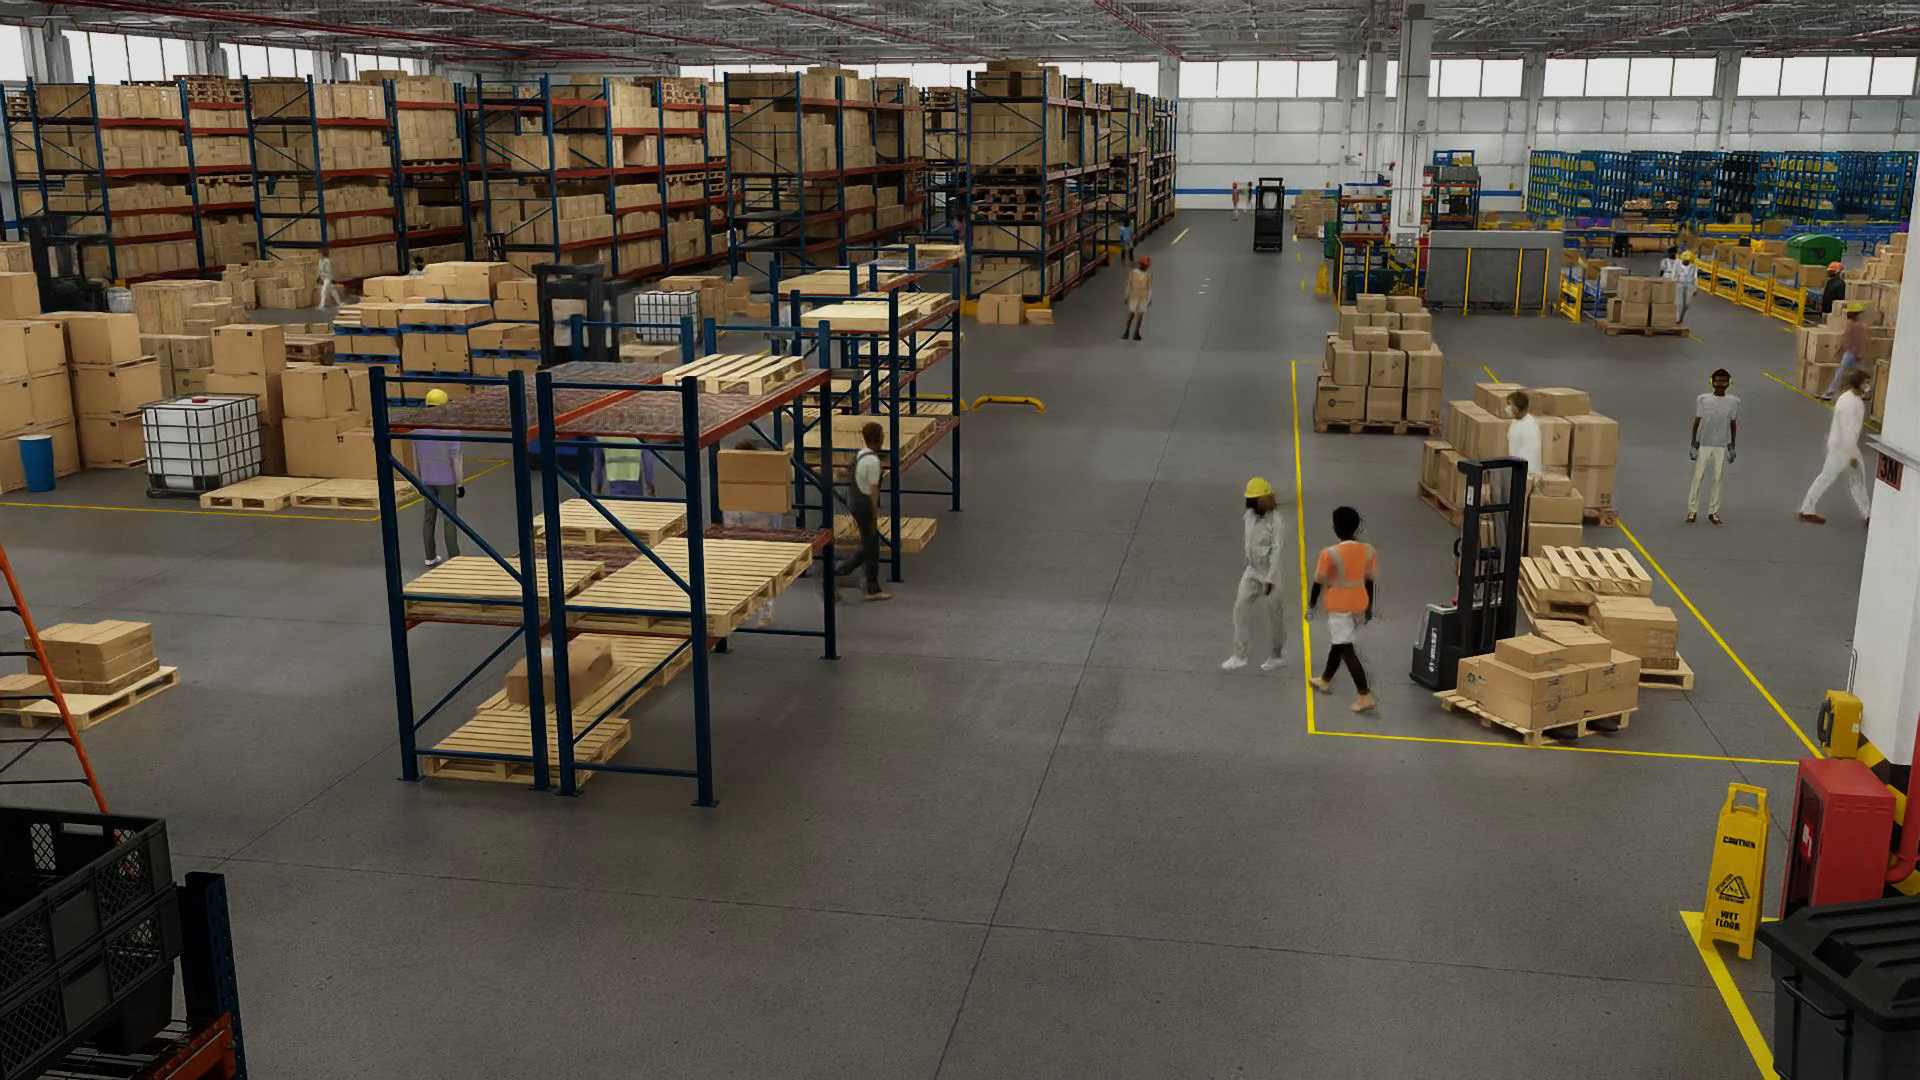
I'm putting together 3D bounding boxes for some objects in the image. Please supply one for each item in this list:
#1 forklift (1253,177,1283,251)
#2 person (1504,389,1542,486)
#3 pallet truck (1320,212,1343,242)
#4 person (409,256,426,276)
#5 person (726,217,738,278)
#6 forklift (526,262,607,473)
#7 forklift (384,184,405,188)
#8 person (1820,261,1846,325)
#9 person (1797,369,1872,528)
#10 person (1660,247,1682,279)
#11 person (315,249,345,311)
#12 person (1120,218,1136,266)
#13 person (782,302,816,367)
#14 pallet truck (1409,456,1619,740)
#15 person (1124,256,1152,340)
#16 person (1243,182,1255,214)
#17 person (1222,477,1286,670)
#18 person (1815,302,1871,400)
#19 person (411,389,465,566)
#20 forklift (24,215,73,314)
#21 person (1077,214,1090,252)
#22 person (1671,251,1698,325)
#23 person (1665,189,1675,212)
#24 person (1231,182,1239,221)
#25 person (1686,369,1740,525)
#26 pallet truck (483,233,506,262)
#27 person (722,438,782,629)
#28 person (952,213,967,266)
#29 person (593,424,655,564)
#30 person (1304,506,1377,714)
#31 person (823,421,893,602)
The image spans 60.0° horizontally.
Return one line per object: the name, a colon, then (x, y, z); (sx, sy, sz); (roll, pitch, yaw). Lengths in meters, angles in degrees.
forklift: (12.083, -12.747, 64.956); (1.129, 2.768, 1.873); (3, 14, 10)
person: (6.031, -0.666, 17.901); (0.438, 1.915, 0.691); (1, 14, 4)
pallet truck: (15.874, -13.227, 70.310); (0.680, 1.201, 1.601); (10, 17, 35)
person: (-12.274, -5.553, 37.900); (0.523, 1.849, 0.854); (-4, 14, -15)
person: (-7.282, -9.345, 53.125); (0.392, 1.920, 0.589); (-5, 15, -20)
forklift: (-5.390, -2.450, 23.150); (1.129, 2.768, 1.873); (3, 14, 10)
forklift: (-19.122, -10.767, 56.918); (1.129, 2.768, 1.873); (3, 14, 10)
person: (17.902, -4.722, 34.197); (0.381, 1.994, 0.619); (-1, 14, -4)
person: (10.496, -1.069, 19.595); (1.030, 1.880, 0.660); (10, 17, 35)
person: (18.369, -6.716, 42.974); (0.538, 1.671, 0.783); (4, 14, 14)
person: (-16.583, -6.842, 43.632); (0.496, 1.589, 0.877); (13, 19, 43)
person: (5.832, -10.313, 57.618); (0.575, 1.633, 0.857); (-5, 15, -21)
person: (-2.880, -3.550, 29.563); (0.607, 1.932, 0.958); (5, 15, 19)
pallet truck: (4.504, 0.400, 13.395); (0.823, 1.965, 1.885); (-6, 15, -23)
person: (4.009, -5.402, 37.167); (0.568, 1.890, 0.524); (-2, 14, -10)
person: (16.306, -19.148, 93.168); (0.895, 1.807, 0.628); (-4, 14, -15)
person: (2.564, 0.310, 14.344); (0.700, 1.716, 0.510); (-11, 17, -37)
person: (15.455, -3.265, 28.863); (0.926, 1.717, 0.525); (4, 14, 17)
person: (-5.590, -0.664, 17.893); (0.585, 1.918, 0.410); (4, 14, 15)
forklift: (-19.576, -5.591, 35.903); (1.873, 2.768, 1.129); (2, 14, 10)
person: (4.398, -10.886, 59.475); (0.747, 1.879, 0.645); (4, 14, 16)
person: (17.338, -6.031, 39.882); (0.611, 1.814, 0.490); (2, 14, 8)
person: (37.669, -17.921, 88.217); (0.989, 1.778, 0.579); (6, 15, 24)
person: (14.284, -17.580, 86.433); (0.415, 1.985, 0.611); (1, 14, 5)
person: (8.970, -1.112, 19.798); (0.516, 1.873, 0.329); (4, 14, 15)
pallet truck: (-11.832, -7.026, 43.548); (1.885, 1.965, 0.823); (8, 16, 28)
person: (-1.975, -0.048, 15.540); (0.633, 1.839, 0.429); (3, 14, 11)
person: (0.086, -10.453, 57.852); (0.630, 1.814, 0.817); (-8, 16, -29)
person: (-3.628, -0.667, 17.953); (0.627, 1.881, 0.882); (-3, 14, -10)
person: (3.135, 0.553, 13.481); (0.541, 1.655, 0.880); (-7, 15, -26)
person: (-1.030, -0.259, 16.490); (0.712, 1.798, 0.592); (-6, 15, -23)
